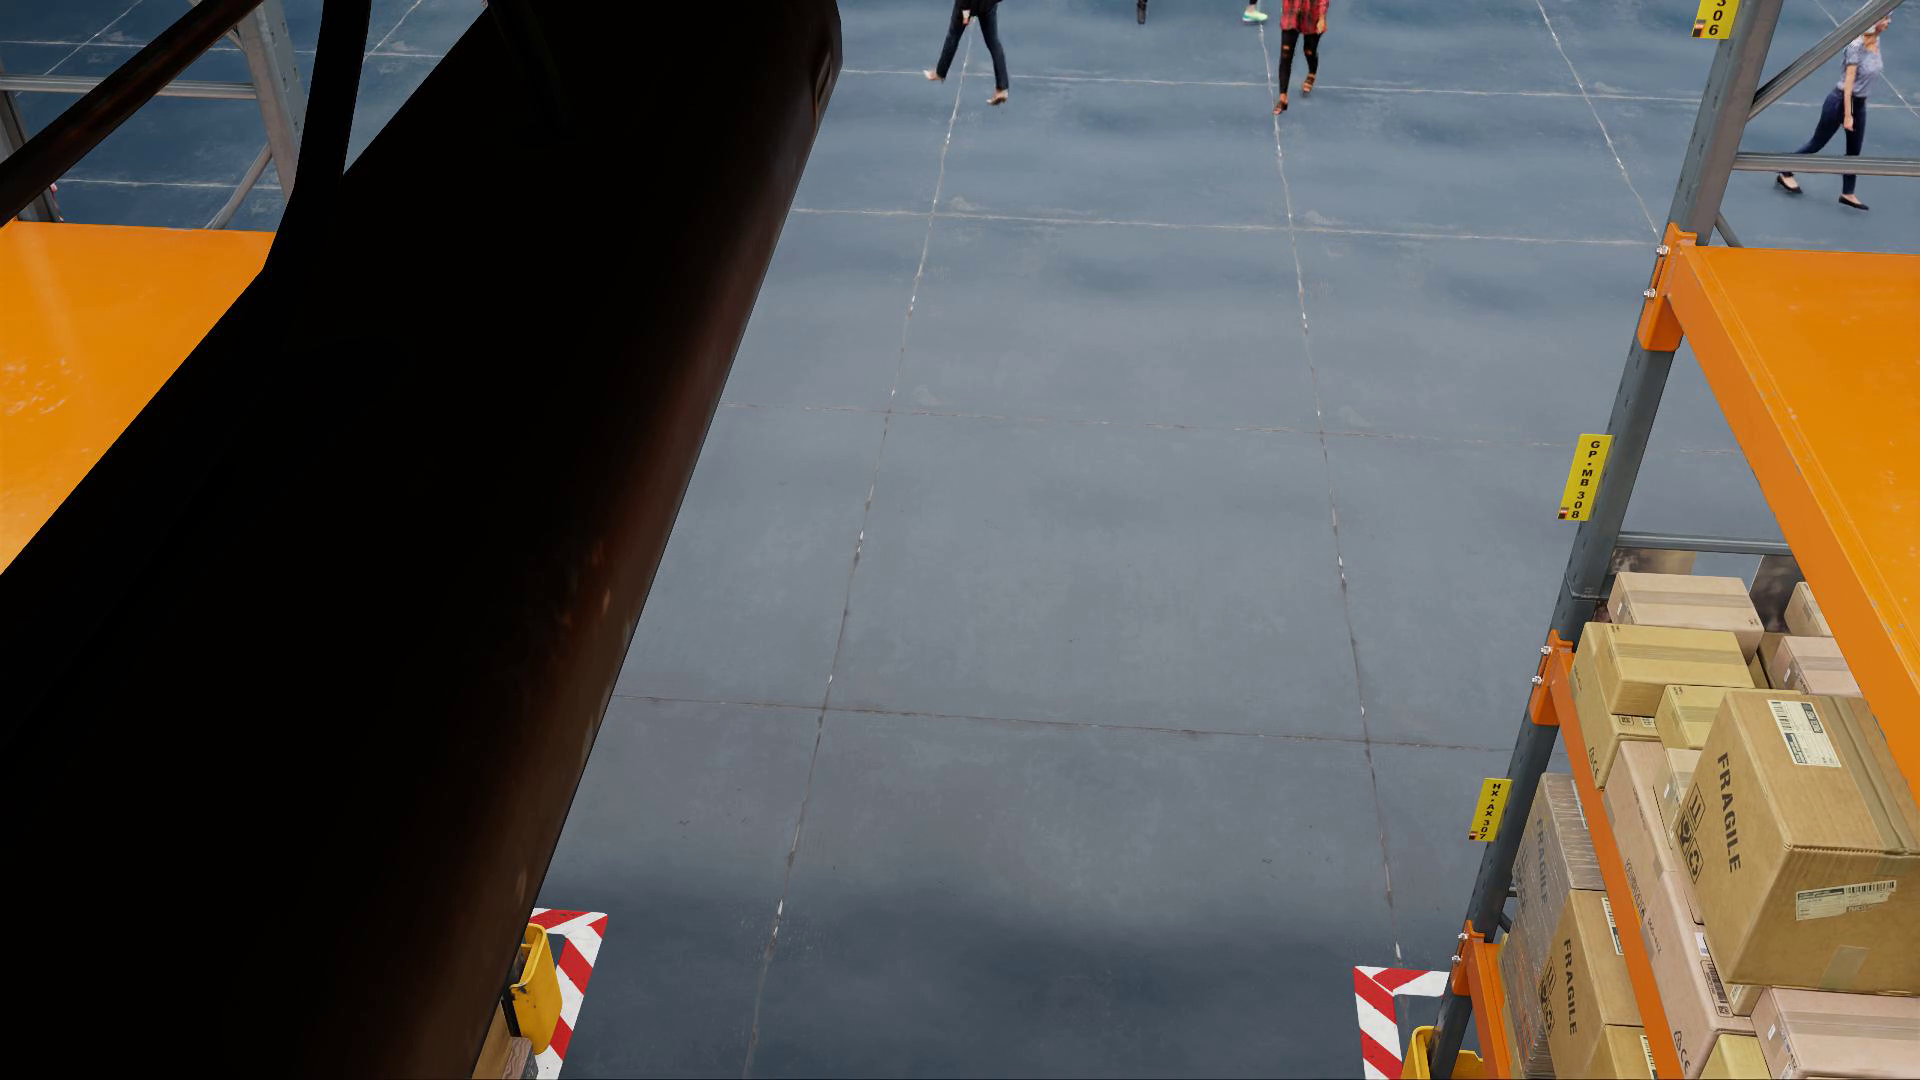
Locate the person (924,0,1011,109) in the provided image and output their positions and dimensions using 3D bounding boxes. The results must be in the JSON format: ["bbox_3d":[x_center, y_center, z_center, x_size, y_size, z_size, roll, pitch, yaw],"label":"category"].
[{"bbox_3d":[0.162,-4.461,13.882,1.208,1.749,1.168,-29,46,-31],"label":"person"}]

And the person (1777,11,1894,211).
[{"bbox_3d":[7.235,-3.605,13.734,0.948,1.690,1.071,-22,43,-26],"label":"person"}]

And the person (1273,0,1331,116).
[{"bbox_3d":[3.190,-4.799,15.276,0.911,1.670,1.155,19,42,23],"label":"person"}]
